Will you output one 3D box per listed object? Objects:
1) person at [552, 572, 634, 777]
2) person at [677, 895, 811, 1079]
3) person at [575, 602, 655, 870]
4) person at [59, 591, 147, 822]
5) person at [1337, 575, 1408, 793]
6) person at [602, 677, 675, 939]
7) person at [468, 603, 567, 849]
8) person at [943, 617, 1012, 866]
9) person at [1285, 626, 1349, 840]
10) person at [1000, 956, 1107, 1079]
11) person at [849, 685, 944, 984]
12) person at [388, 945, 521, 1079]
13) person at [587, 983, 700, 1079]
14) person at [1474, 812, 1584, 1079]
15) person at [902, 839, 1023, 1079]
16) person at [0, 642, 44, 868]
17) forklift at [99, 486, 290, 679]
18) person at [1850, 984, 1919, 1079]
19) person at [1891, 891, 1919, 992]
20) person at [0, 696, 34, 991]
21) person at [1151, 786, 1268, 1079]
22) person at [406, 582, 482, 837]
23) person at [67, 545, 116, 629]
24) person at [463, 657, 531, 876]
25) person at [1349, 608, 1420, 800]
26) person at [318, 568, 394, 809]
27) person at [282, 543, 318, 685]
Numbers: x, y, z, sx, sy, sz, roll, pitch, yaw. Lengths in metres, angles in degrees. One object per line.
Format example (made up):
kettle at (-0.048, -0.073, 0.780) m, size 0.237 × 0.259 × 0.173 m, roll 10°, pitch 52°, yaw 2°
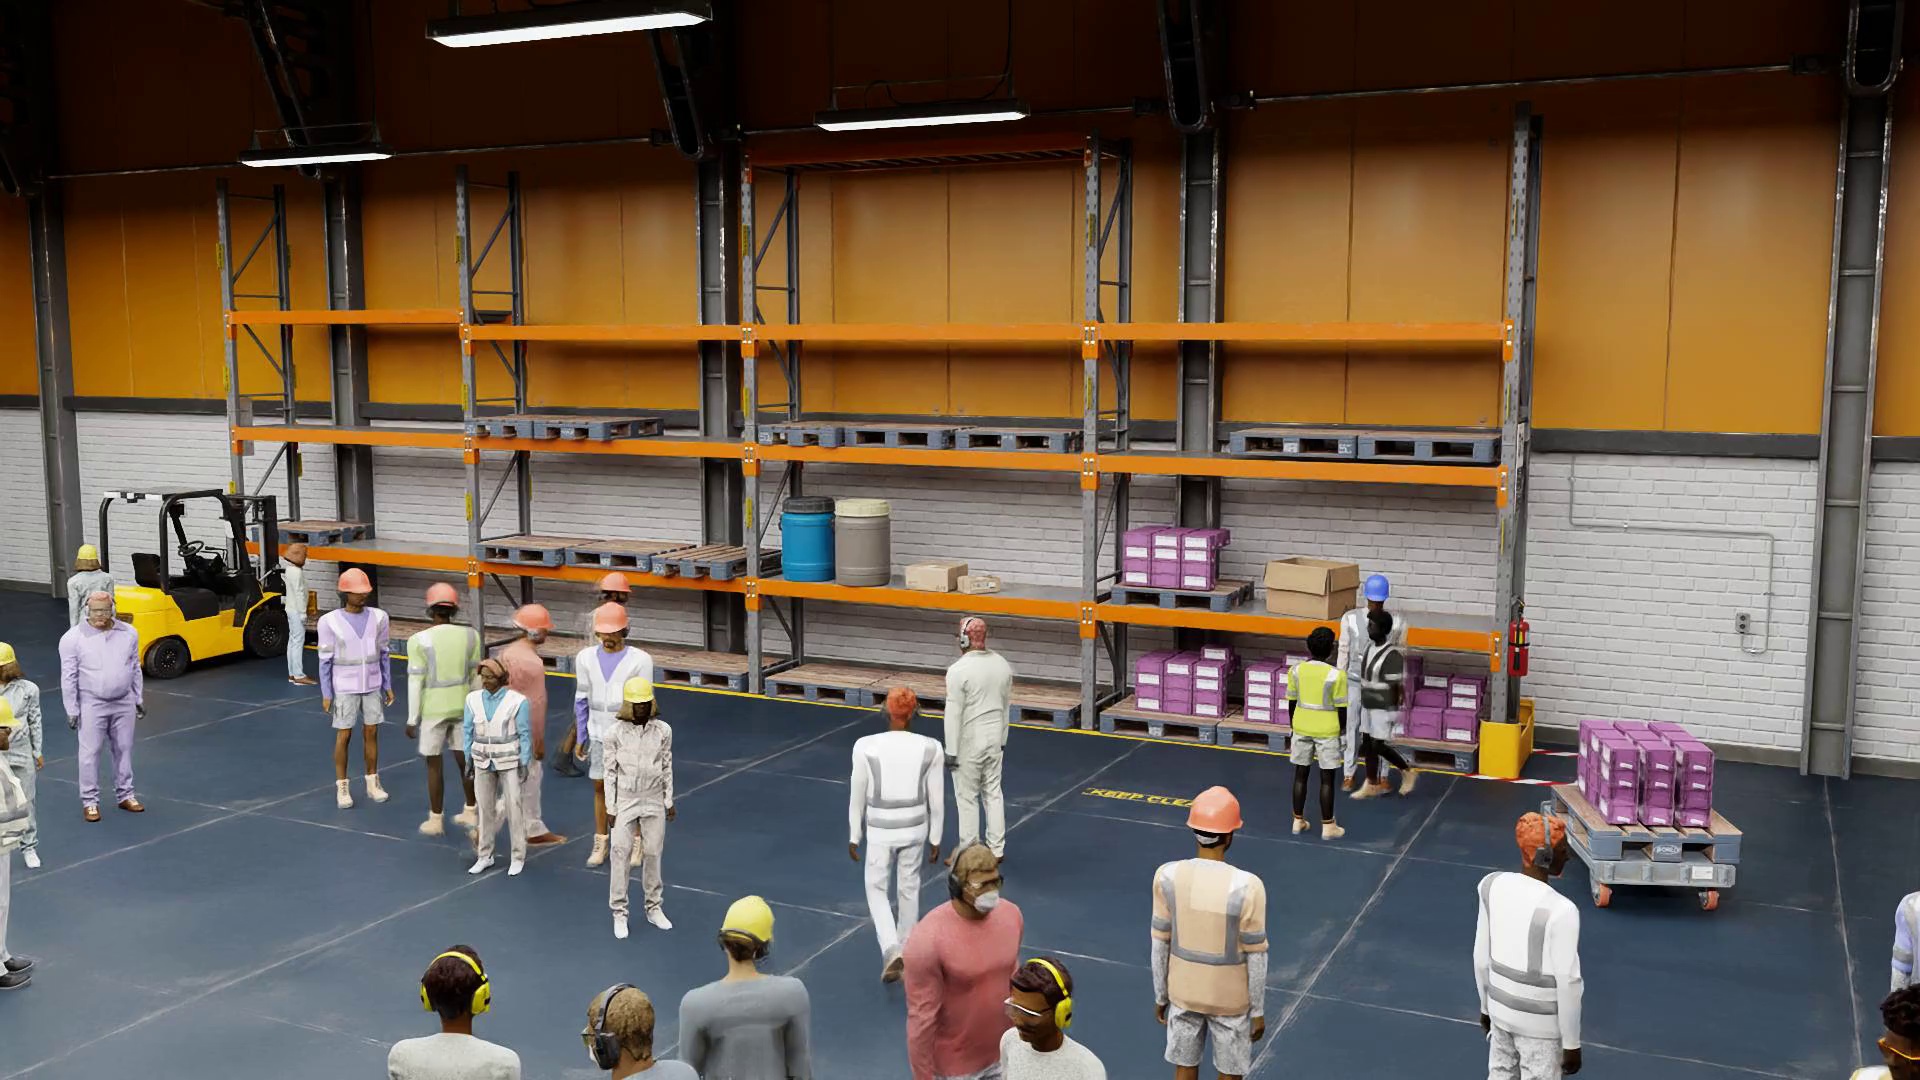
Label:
person at (-3.228, 1.231, 15.065) m, size 1.017 × 1.887 × 0.551 m, roll 0°, pitch 7°, yaw 4°
person at (-0.870, 2.302, 6.707) m, size 0.544 × 1.742 × 0.386 m, roll -2°, pitch 7°, yaw -13°
person at (-2.597, 1.466, 12.487) m, size 0.611 × 2.035 × 0.404 m, roll 1°, pitch 7°, yaw 11°
person at (-7.098, 1.365, 13.837) m, size 0.407 × 1.903 × 0.655 m, roll 6°, pitch 9°, yaw 39°
person at (3.615, 1.256, 14.595) m, size 0.604 × 1.939 × 0.401 m, roll 1°, pitch 7°, yaw 10°
person at (-2.139, 1.772, 11.133) m, size 0.484 × 1.744 × 0.294 m, roll -4°, pitch 8°, yaw -31°
person at (-3.433, 1.465, 12.795) m, size 0.771 × 1.967 × 0.620 m, roll -4°, pitch 8°, yaw -32°
person at (0.106, 1.526, 12.562) m, size 0.399 × 1.898 × 0.641 m, roll 7°, pitch 9°, yaw 43°
person at (2.857, 1.534, 13.291) m, size 0.537 × 1.695 × 0.320 m, roll 6°, pitch 9°, yaw 40°
person at (0.301, 2.357, 5.833) m, size 0.327 × 1.862 × 0.511 m, roll -6°, pitch 9°, yaw -41°
person at (-0.379, 1.822, 10.223) m, size 0.593 × 1.866 × 0.601 m, roll -1°, pitch 7°, yaw -11°
person at (-1.742, 2.345, 5.884) m, size 0.513 × 1.872 × 0.328 m, roll 1°, pitch 7°, yaw 6°
person at (-1.055, 2.381, 5.382) m, size 0.392 × 1.928 × 0.632 m, roll 3°, pitch 7°, yaw 22°
person at (2.549, 2.149, 7.448) m, size 0.361 × 1.884 × 0.574 m, roll -3°, pitch 8°, yaw -24°
person at (0.032, 2.183, 6.940) m, size 0.635 × 1.937 × 0.353 m, roll -7°, pitch 10°, yaw -44°
person at (-7.124, 1.617, 12.426) m, size 0.492 × 1.740 × 0.319 m, roll -4°, pitch 8°, yaw -30°
forklift at (-9.426, 0.454, 20.179) m, size 1.214 × 2.155 × 2.313 m, roll 3°, pitch 8°, yaw 26°
person at (3.094, 2.368, 5.362) m, size 0.529 × 1.947 × 0.615 m, roll -3°, pitch 7°, yaw -20°
person at (4.316, 2.155, 7.176) m, size 0.356 × 1.937 × 0.552 m, roll -4°, pitch 8°, yaw -32°
person at (-5.924, 1.850, 10.190) m, size 0.403 × 1.819 × 0.601 m, roll -4°, pitch 8°, yaw -30°
person at (1.156, 2.094, 7.678) m, size 0.545 × 1.939 × 0.373 m, roll 4°, pitch 8°, yaw 27°
person at (-4.156, 1.354, 13.389) m, size 0.619 × 2.039 × 0.397 m, roll -6°, pitch 9°, yaw -43°
person at (-9.487, 0.918, 18.185) m, size 0.297 × 1.745 × 0.484 m, roll 6°, pitch 9°, yaw 42°
person at (-3.436, 1.677, 12.356) m, size 0.522 × 1.636 × 0.310 m, roll 1°, pitch 7°, yaw 9°
person at (3.636, 1.418, 14.294) m, size 0.471 × 1.680 × 0.543 m, roll -2°, pitch 7°, yaw -13°
person at (-5.131, 1.254, 14.187) m, size 0.616 × 2.041 × 0.380 m, roll -6°, pitch 9°, yaw -40°
person at (-7.640, 0.849, 19.208) m, size 0.284 × 1.633 × 0.498 m, roll -5°, pitch 8°, yaw -33°
